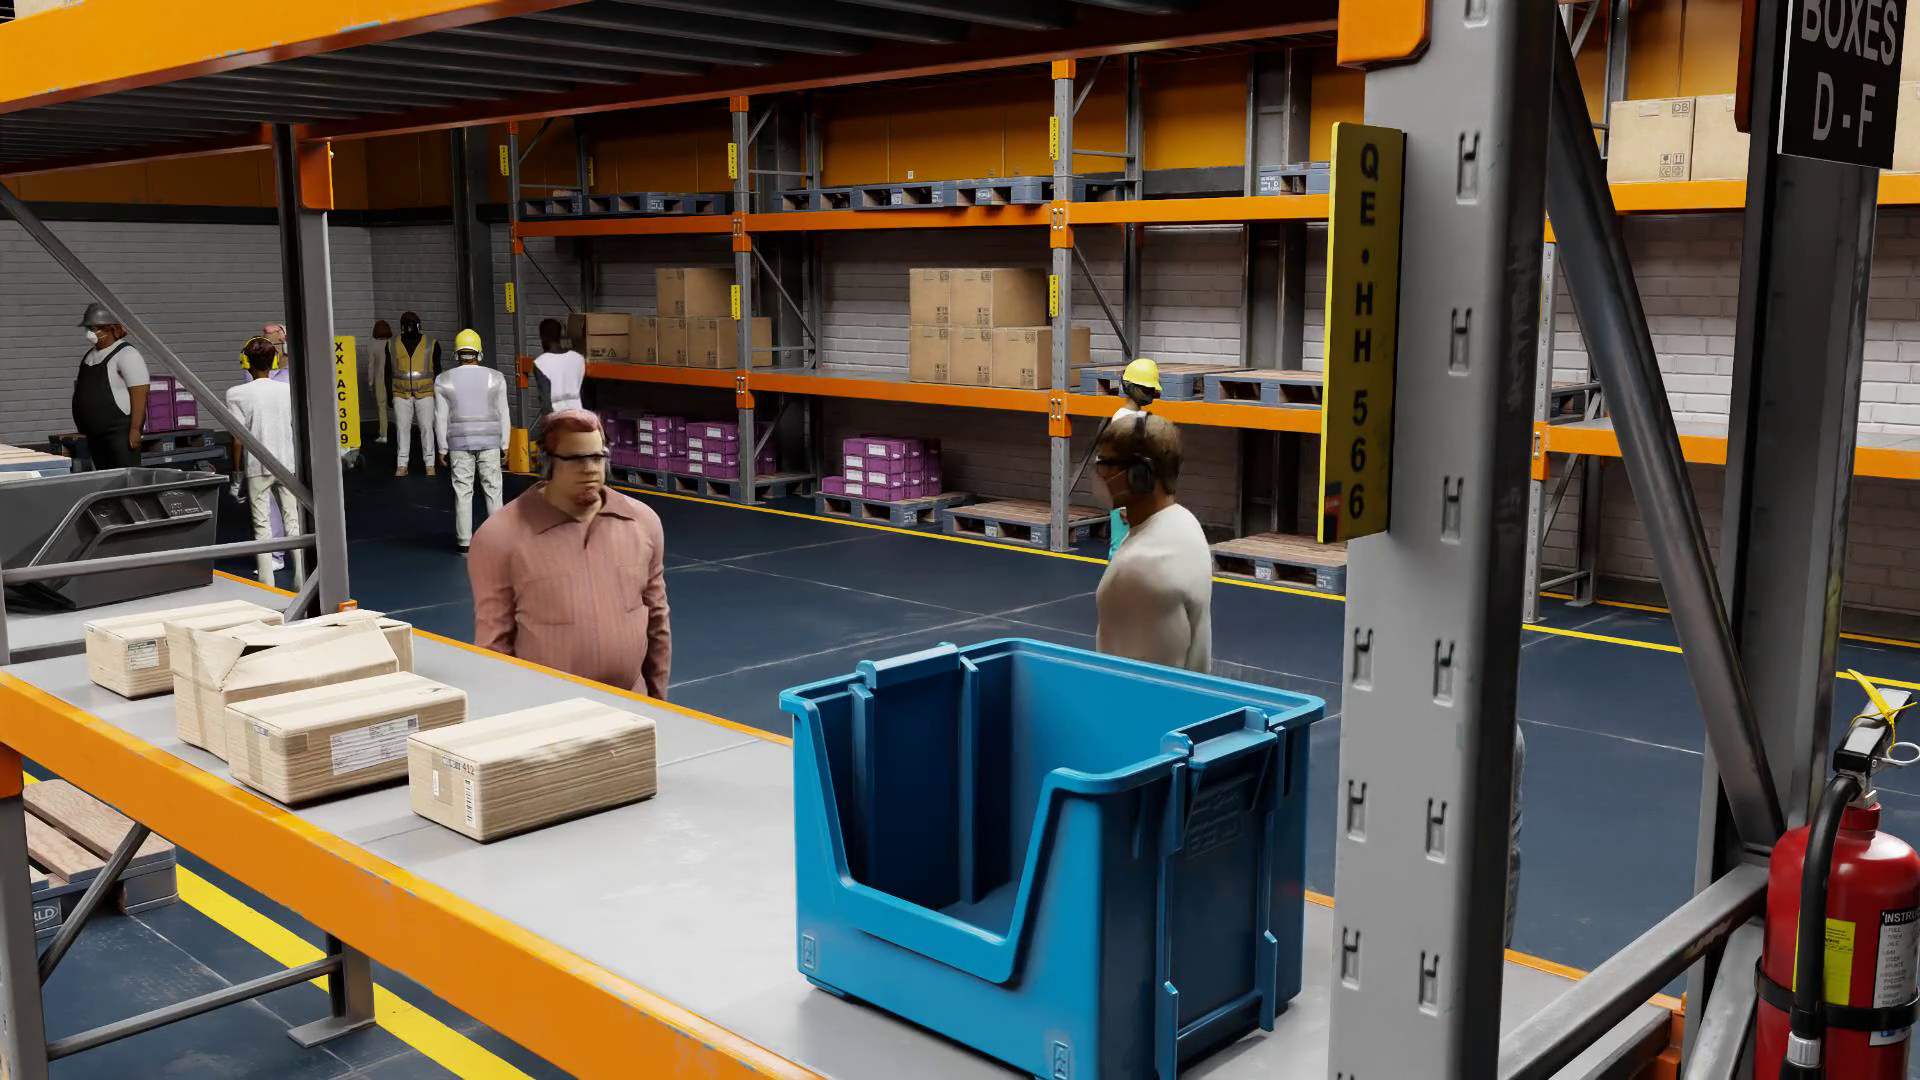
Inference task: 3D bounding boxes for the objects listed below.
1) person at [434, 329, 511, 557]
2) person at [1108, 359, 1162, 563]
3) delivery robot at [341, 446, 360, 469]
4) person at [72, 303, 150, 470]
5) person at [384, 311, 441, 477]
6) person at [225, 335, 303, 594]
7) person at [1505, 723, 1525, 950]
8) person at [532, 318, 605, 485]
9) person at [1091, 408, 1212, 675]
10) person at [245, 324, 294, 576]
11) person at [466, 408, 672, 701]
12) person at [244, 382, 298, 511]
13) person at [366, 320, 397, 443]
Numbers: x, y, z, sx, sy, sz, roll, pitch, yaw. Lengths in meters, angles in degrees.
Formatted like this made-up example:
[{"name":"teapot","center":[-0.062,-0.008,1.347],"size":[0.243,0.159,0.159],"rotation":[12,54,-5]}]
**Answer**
[{"name":"person","center":[-3.924,-0.779,13.419],"size":[0.586,1.835,0.403],"rotation":[-3,10,-20]},{"name":"person","center":[1.097,-0.254,10.437],"size":[0.328,1.759,0.524],"rotation":[3,10,20]},{"name":"delivery robot","center":[-7.066,-1.017,18.505],"size":[0.707,0.478,0.477],"rotation":[1,9,8]},{"name":"person","center":[-7.137,-0.967,13.940],"size":[0.684,2.000,0.535],"rotation":[6,11,31]},{"name":"person","center":[-6.109,-1.627,18.601],"size":[0.623,1.844,0.429],"rotation":[-2,9,-13]},{"name":"person","center":[-4.656,-0.431,11.175],"size":[0.521,1.873,0.335],"rotation":[-8,12,-40]},{"name":"person","center":[0.989,0.860,3.651],"size":[0.296,1.743,0.492],"rotation":[-5,10,-26]},{"name":"person","center":[-3.556,-1.068,15.078],"size":[0.941,1.888,0.595],"rotation":[7,12,36]},{"name":"person","center":[0.523,0.597,4.672],"size":[0.374,1.936,0.636],"rotation":[2,9,10]},{"name":"person","center":[-5.089,-0.672,12.554],"size":[0.643,1.905,0.399],"rotation":[1,9,4]},{"name":"person","center":[-1.183,0.535,5.193],"size":[0.636,1.899,0.396],"rotation":[-7,12,-37]},{"name":"person","center":[-5.922,-0.882,14.460],"size":[0.540,1.698,0.317],"rotation":[-5,10,-26]},{"name":"person","center":[-7.666,-2.114,22.211],"size":[0.499,1.635,0.281],"rotation":[-7,12,-38]}]
